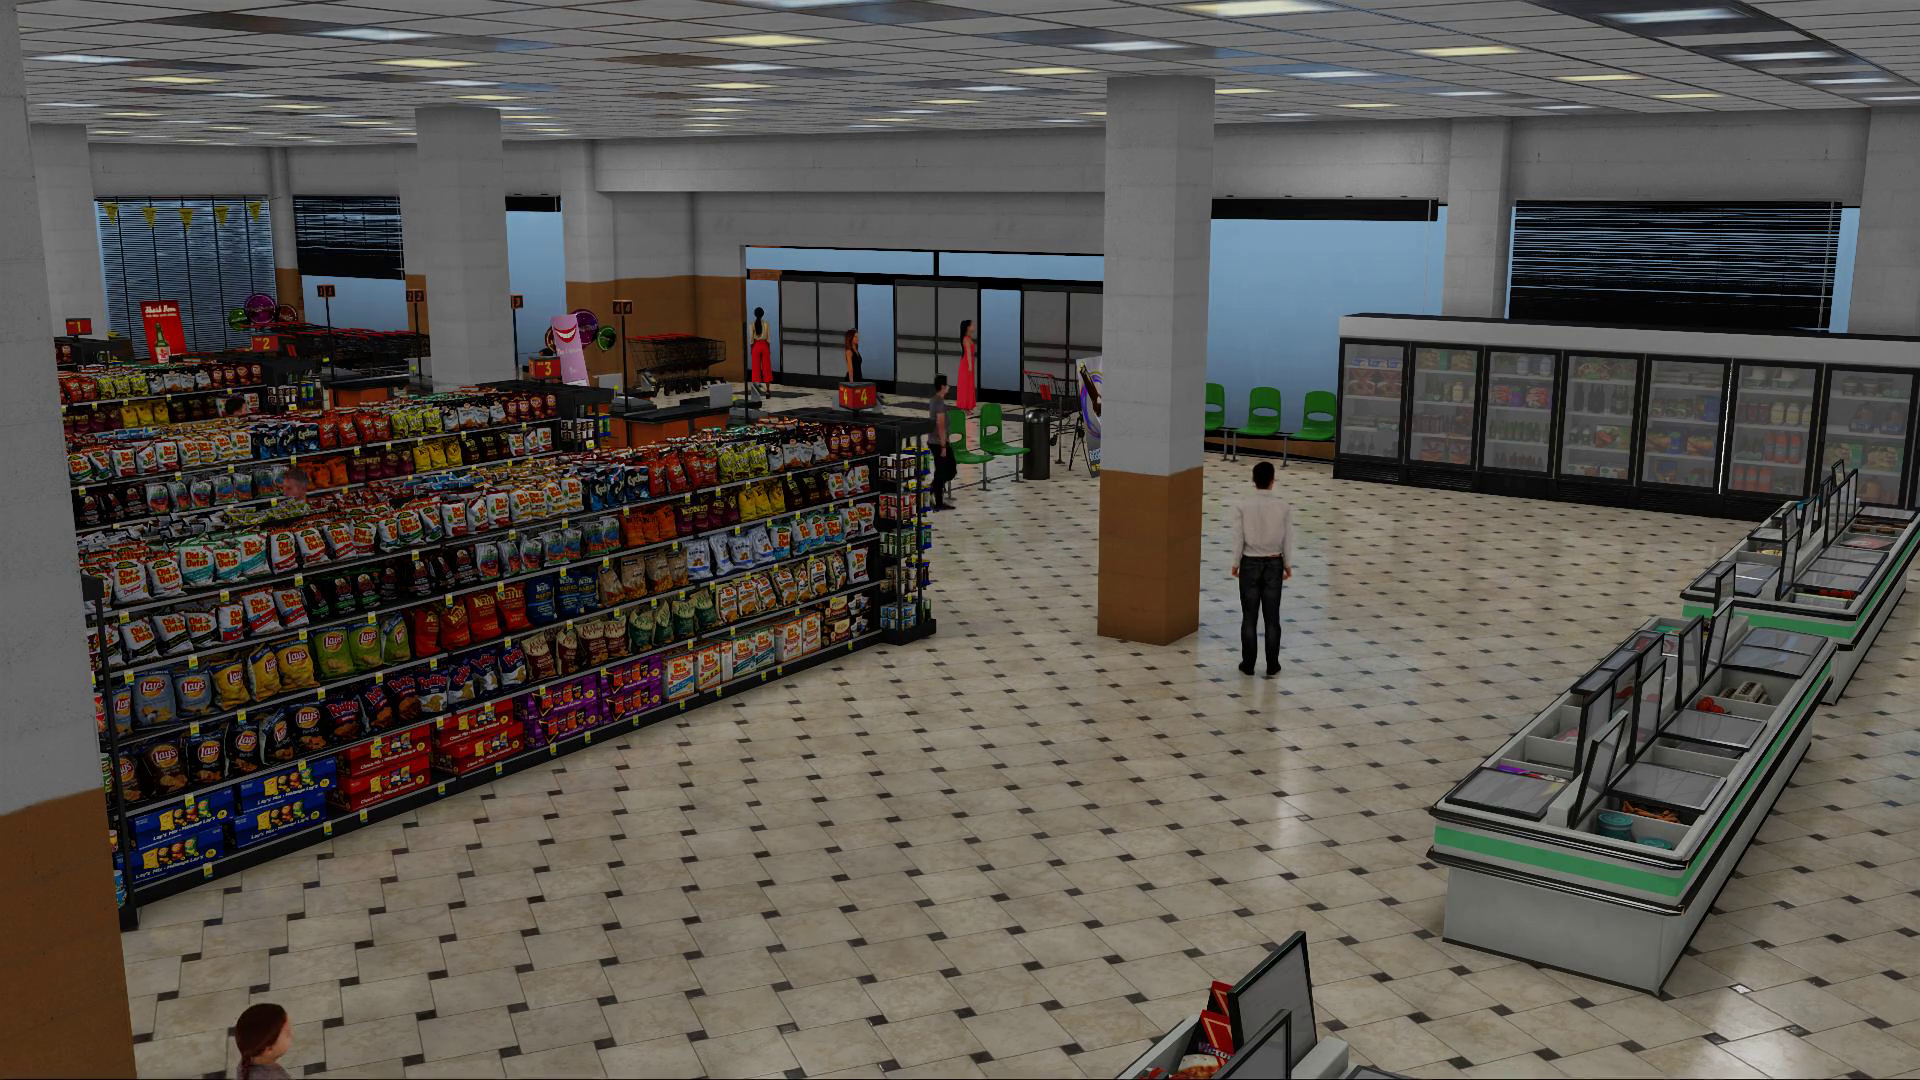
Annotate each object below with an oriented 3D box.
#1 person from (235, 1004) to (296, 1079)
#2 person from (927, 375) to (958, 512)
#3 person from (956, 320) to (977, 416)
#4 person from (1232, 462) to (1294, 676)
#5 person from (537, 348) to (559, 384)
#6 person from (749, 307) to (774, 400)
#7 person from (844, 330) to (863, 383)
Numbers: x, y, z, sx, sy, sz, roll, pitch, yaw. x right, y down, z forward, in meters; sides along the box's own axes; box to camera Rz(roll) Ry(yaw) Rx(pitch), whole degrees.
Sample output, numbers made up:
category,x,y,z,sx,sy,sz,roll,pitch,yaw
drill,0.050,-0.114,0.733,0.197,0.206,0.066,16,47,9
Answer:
category,x,y,z,sx,sy,sz,roll,pitch,yaw
person,-2.539,2.247,5.995,0.793,1.183,0.589,-10,16,-40
person,-0.335,-1.207,21.045,0.903,1.740,0.840,-3,12,-12
person,0.135,-3.154,30.325,0.775,1.725,0.704,-1,12,-6
person,2.540,0.241,14.005,0.746,1.807,0.730,1,12,7
person,-6.383,-2.143,25.784,0.640,1.618,0.505,8,14,34
person,-3.913,-3.667,32.600,0.674,1.792,0.742,-3,12,-12
person,-1.726,-2.470,26.813,0.712,1.835,0.584,3,12,13
